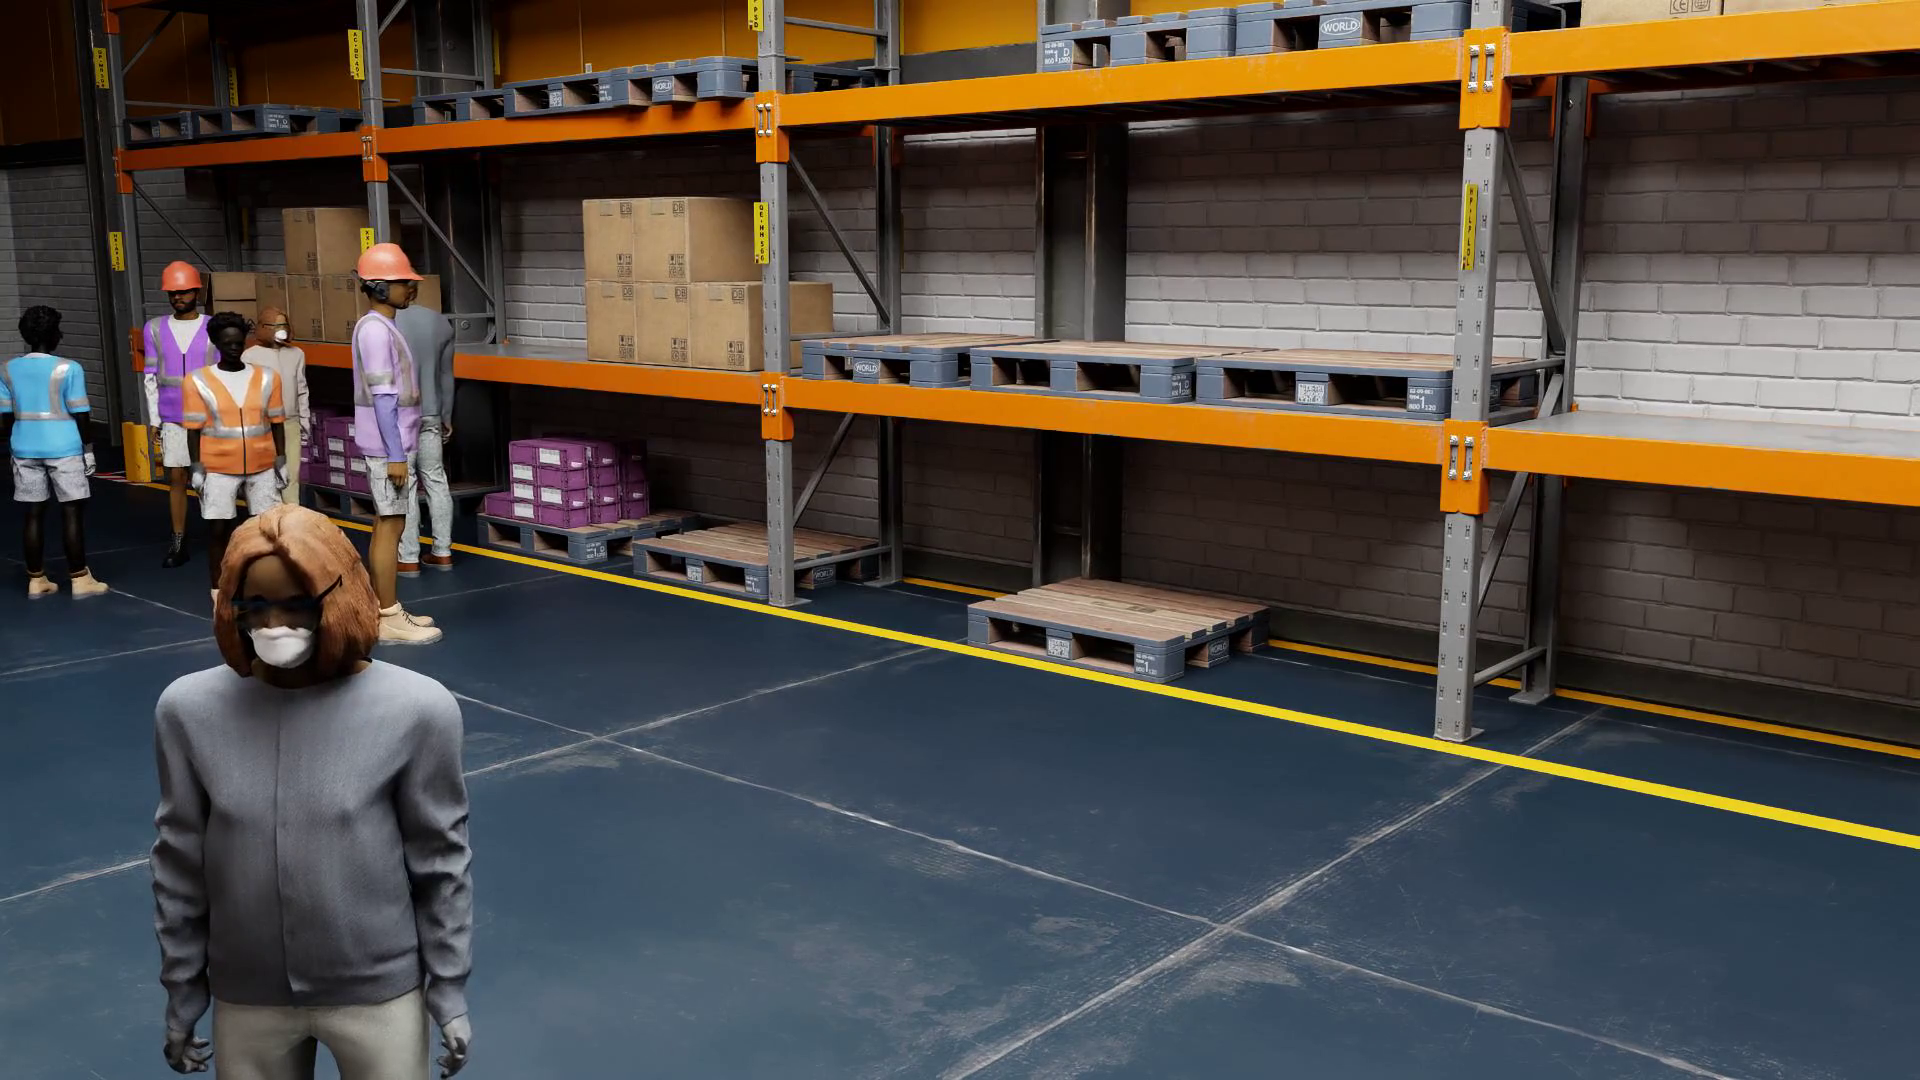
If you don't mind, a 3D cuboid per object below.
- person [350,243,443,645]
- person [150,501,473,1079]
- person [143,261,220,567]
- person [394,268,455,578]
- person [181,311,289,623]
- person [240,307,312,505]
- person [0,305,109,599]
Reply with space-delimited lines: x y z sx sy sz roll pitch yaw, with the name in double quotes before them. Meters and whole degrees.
"person" -2.907 -0.487 8.542 0.377 2.045 0.605 -4 11 -22
"person" -1.039 0.745 2.698 0.499 1.633 0.284 -1 10 -4
"person" -4.882 -0.791 10.576 0.542 1.939 0.366 -2 10 -14
"person" -3.397 -0.739 10.279 0.356 1.937 0.637 7 12 34
"person" -3.910 -0.390 9.003 0.533 1.689 0.322 -7 12 -36
"person" -4.709 -0.792 11.477 0.285 1.626 0.494 6 12 32
"person" -5.246 -0.498 9.597 0.540 1.695 0.317 1 10 5
